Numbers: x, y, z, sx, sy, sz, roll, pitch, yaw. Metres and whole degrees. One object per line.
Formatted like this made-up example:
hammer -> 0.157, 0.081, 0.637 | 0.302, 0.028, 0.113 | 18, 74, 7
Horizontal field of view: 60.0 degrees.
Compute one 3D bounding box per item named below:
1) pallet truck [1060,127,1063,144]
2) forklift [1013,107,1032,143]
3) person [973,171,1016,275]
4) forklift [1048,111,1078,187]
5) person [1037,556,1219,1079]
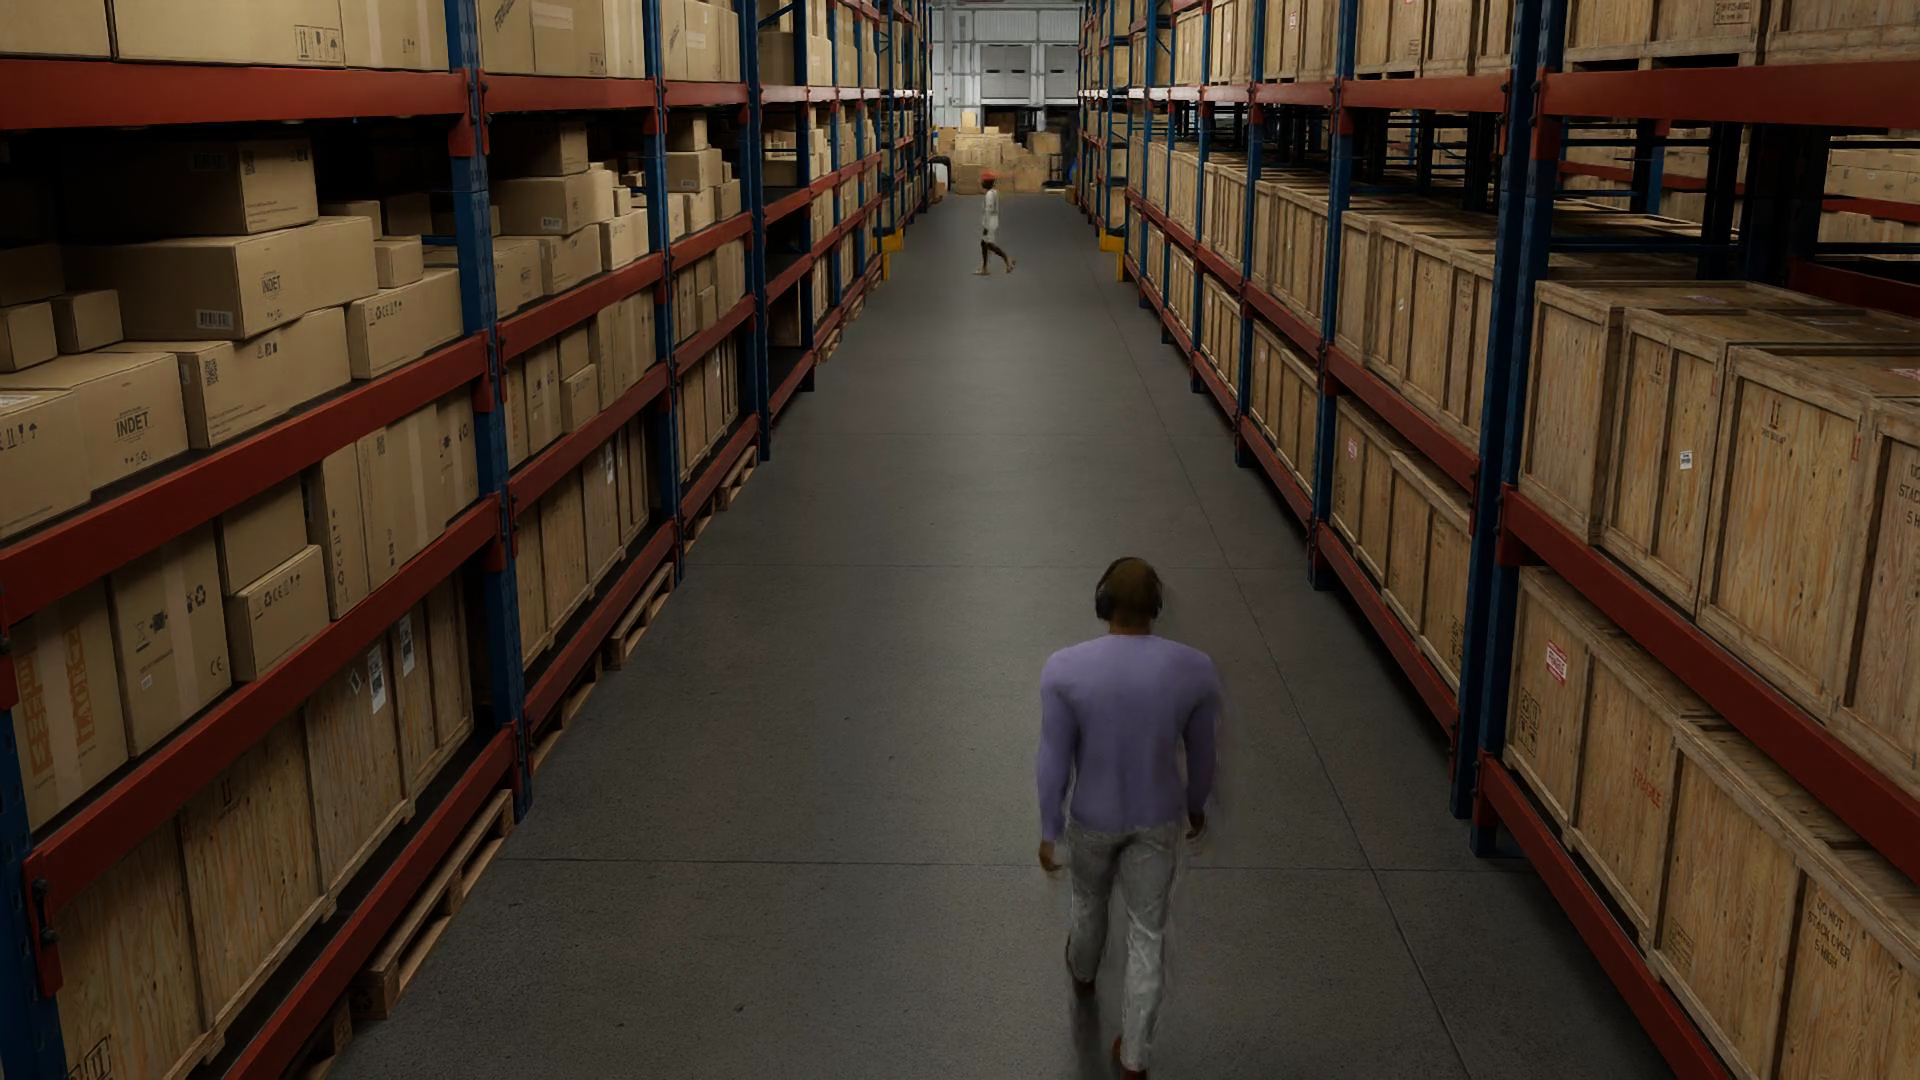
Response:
pallet truck -> 5.788, -21.111, 88.014 | 1.885, 1.965, 0.823 | 5, 16, 18
forklift -> 3.089, -19.873, 81.734 | 1.129, 2.768, 1.873 | -7, 17, -26
person -> 0.668, -6.134, 32.259 | 0.790, 2.020, 0.620 | 1, 15, 3
forklift -> 4.375, -14.610, 62.149 | 1.873, 2.768, 1.129 | 6, 16, 21
person -> 0.596, 0.961, 6.079 | 0.660, 1.893, 0.974 | 0, 15, -1
